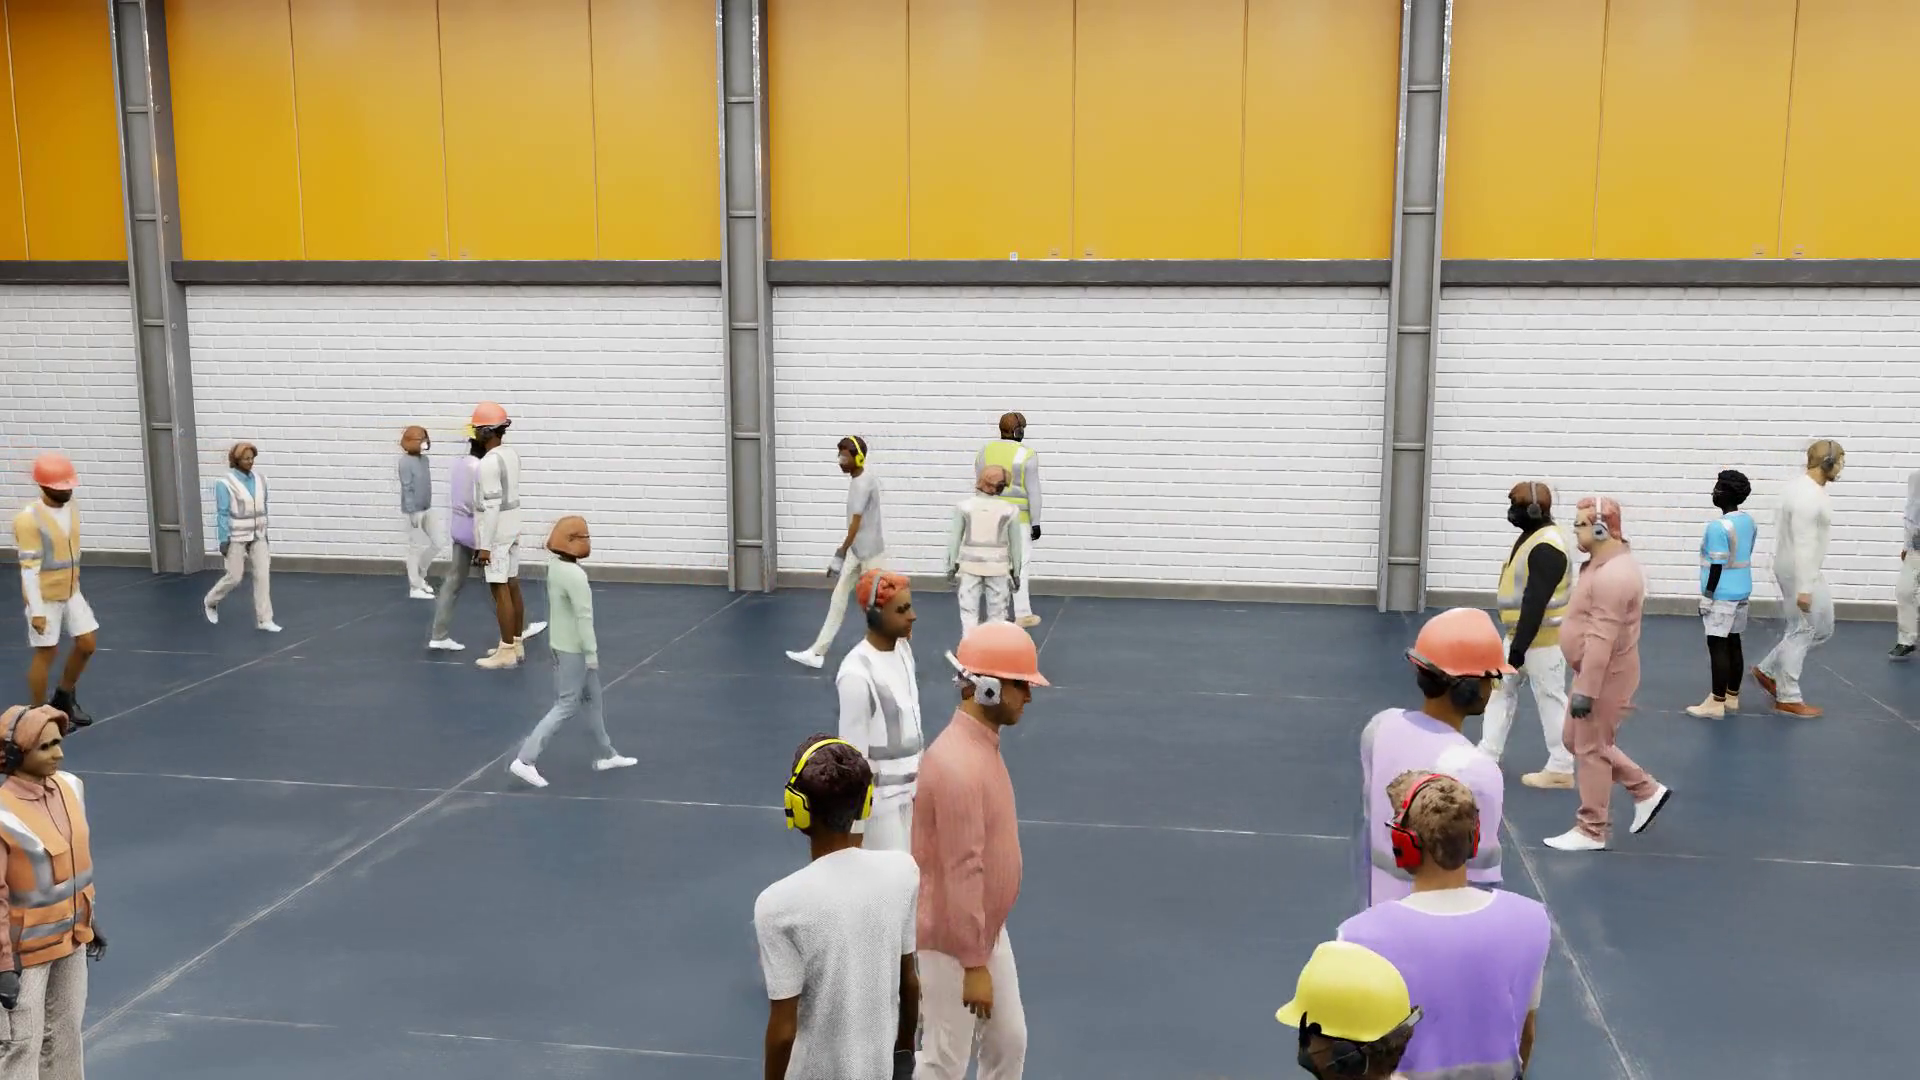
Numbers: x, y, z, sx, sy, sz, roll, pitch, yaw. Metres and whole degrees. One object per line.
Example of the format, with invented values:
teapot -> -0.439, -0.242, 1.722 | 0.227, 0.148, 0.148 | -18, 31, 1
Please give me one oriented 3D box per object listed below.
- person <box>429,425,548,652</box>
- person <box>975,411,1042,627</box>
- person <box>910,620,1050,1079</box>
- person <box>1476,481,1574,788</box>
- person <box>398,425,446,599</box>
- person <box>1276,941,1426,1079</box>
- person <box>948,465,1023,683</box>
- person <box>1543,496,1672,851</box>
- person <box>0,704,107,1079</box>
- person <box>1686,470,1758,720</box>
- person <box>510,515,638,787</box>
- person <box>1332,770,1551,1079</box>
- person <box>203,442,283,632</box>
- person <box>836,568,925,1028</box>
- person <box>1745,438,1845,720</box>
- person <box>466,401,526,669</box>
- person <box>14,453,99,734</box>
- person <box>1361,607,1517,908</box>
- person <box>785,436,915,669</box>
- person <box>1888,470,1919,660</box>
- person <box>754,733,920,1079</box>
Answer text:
person -> -3.850, -0.043, 13.317 | 1.002, 1.865, 0.605 | -8, 12, -41
person -> 0.438, -0.179, 14.214 | 0.634, 1.841, 0.429 | 6, 11, 35
person -> -0.075, 1.222, 5.258 | 0.851, 1.953, 0.646 | 2, 9, 12
person -> 3.256, 0.558, 9.762 | 0.827, 1.807, 0.664 | 1, 9, 8
person -> -4.972, -0.249, 15.333 | 0.352, 1.621, 0.505 | 2, 10, 15
person -> 0.723, 1.646, 3.349 | 0.905, 1.718, 0.531 | 4, 10, 23
person -> 0.174, 0.254, 12.238 | 0.547, 1.612, 0.485 | 2, 9, 14
person -> 3.384, 0.709, 8.620 | 0.552, 1.884, 0.645 | 3, 10, 15
person -> -3.013, 1.342, 5.460 | 0.308, 1.638, 0.511 | 1, 9, 5
person -> 5.182, 0.366, 11.287 | 0.540, 1.700, 0.316 | -8, 12, -42
person -> -2.326, 0.644, 9.873 | 0.794, 1.603, 0.512 | -5, 11, -29
person -> 1.146, 1.468, 4.080 | 0.582, 1.838, 0.442 | -2, 9, -13
person -> -6.071, -0.026, 13.974 | 0.674, 1.618, 0.526 | 4, 10, 25
person -> -0.389, 1.025, 6.696 | 0.651, 1.868, 0.579 | 2, 10, 14
person -> 5.717, 0.261, 11.261 | 0.458, 1.912, 0.662 | 5, 11, 30
person -> -3.547, -0.035, 12.701 | 0.377, 2.045, 0.605 | 0, 9, 3
person -> -5.852, 0.360, 10.771 | 0.614, 1.880, 0.585 | 2, 9, 11
person -> 1.427, 1.202, 5.130 | 0.516, 2.025, 0.633 | -3, 10, -18
person -> -0.796, 0.117, 12.526 | 0.980, 1.804, 0.480 | -2, 9, -13
person -> 7.454, 0.075, 12.764 | 0.643, 1.801, 0.665 | -4, 10, -23
person -> -0.317, 1.417, 4.285 | 0.532, 1.868, 0.310 | -8, 12, -41
